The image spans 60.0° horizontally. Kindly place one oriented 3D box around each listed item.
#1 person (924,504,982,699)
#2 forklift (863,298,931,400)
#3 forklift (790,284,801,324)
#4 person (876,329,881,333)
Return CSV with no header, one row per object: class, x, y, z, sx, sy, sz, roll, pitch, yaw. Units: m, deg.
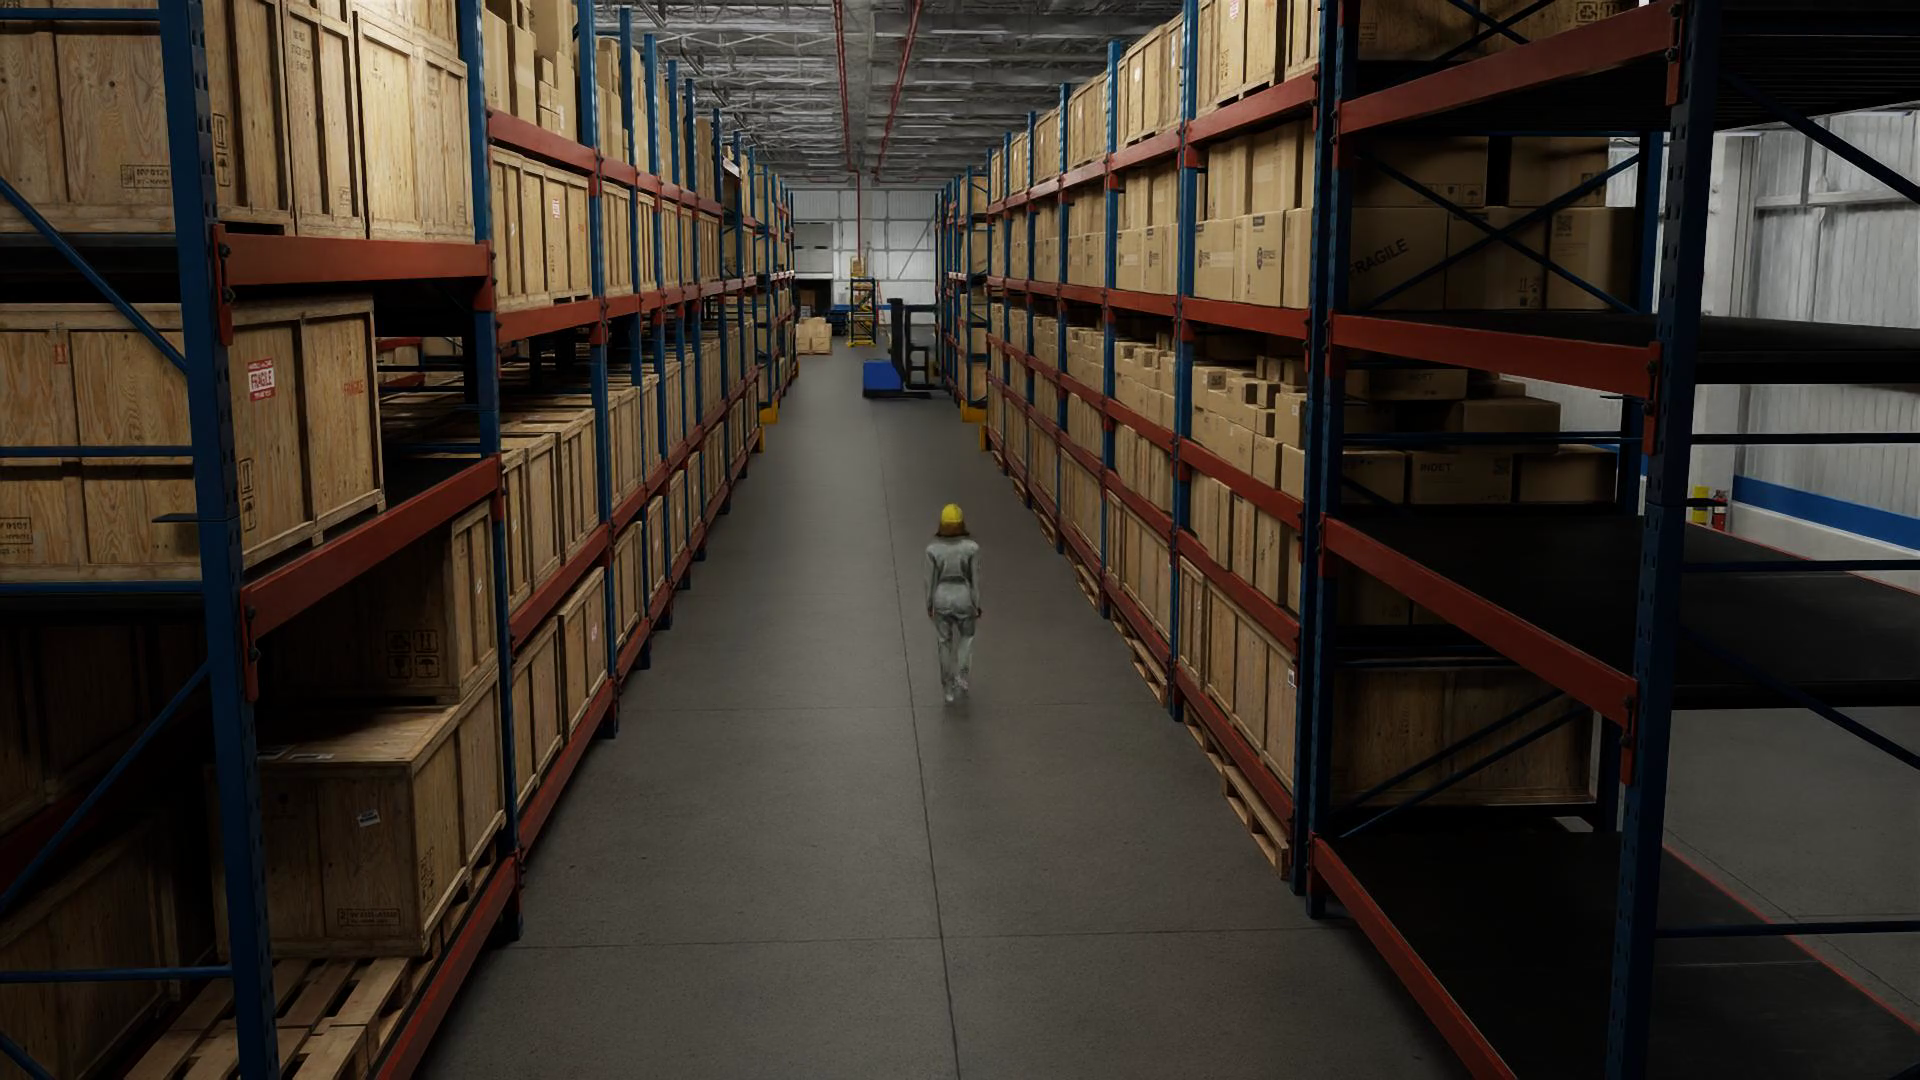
person,-0.059,0.540,14.644,0.512,1.726,0.377,1,10,4
forklift,-1.779,-5.350,46.424,1.873,2.768,1.129,-1,10,-3
forklift,-7.576,-10.118,74.909,1.129,2.768,1.873,8,12,39
person,-4.694,-11.869,89.007,0.856,1.647,0.548,1,10,8
